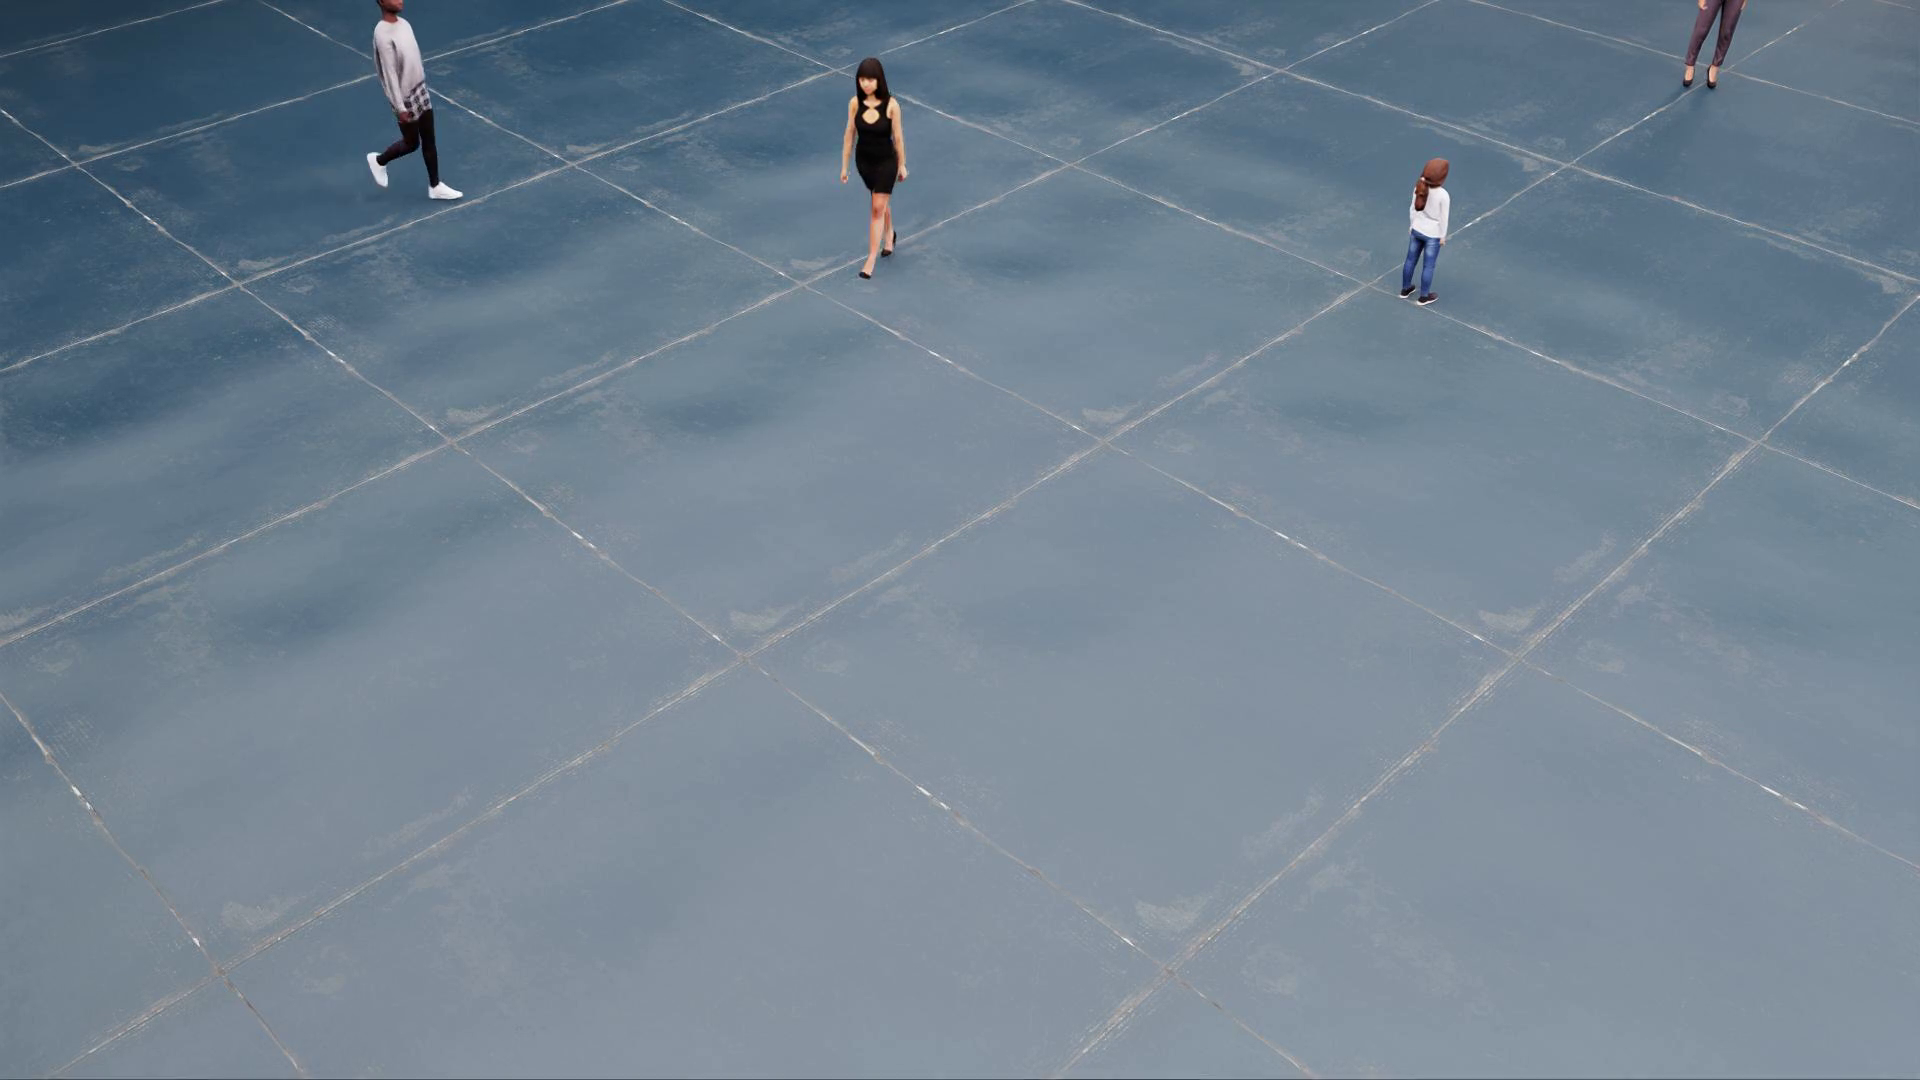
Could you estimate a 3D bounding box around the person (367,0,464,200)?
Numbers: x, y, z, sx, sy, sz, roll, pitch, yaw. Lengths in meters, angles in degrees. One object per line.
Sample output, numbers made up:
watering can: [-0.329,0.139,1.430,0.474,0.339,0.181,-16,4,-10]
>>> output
person: [-4.441,-3.506,13.124,0.981,1.759,1.016,8,38,11]

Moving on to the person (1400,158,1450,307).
person: [3.369,-2.243,11.999,0.464,1.110,0.435,-31,47,-34]

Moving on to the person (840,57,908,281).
person: [-0.589,-2.786,12.301,0.903,1.609,1.115,11,39,14]

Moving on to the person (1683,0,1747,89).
person: [6.922,-4.928,15.071,0.671,1.667,0.707,5,38,7]
